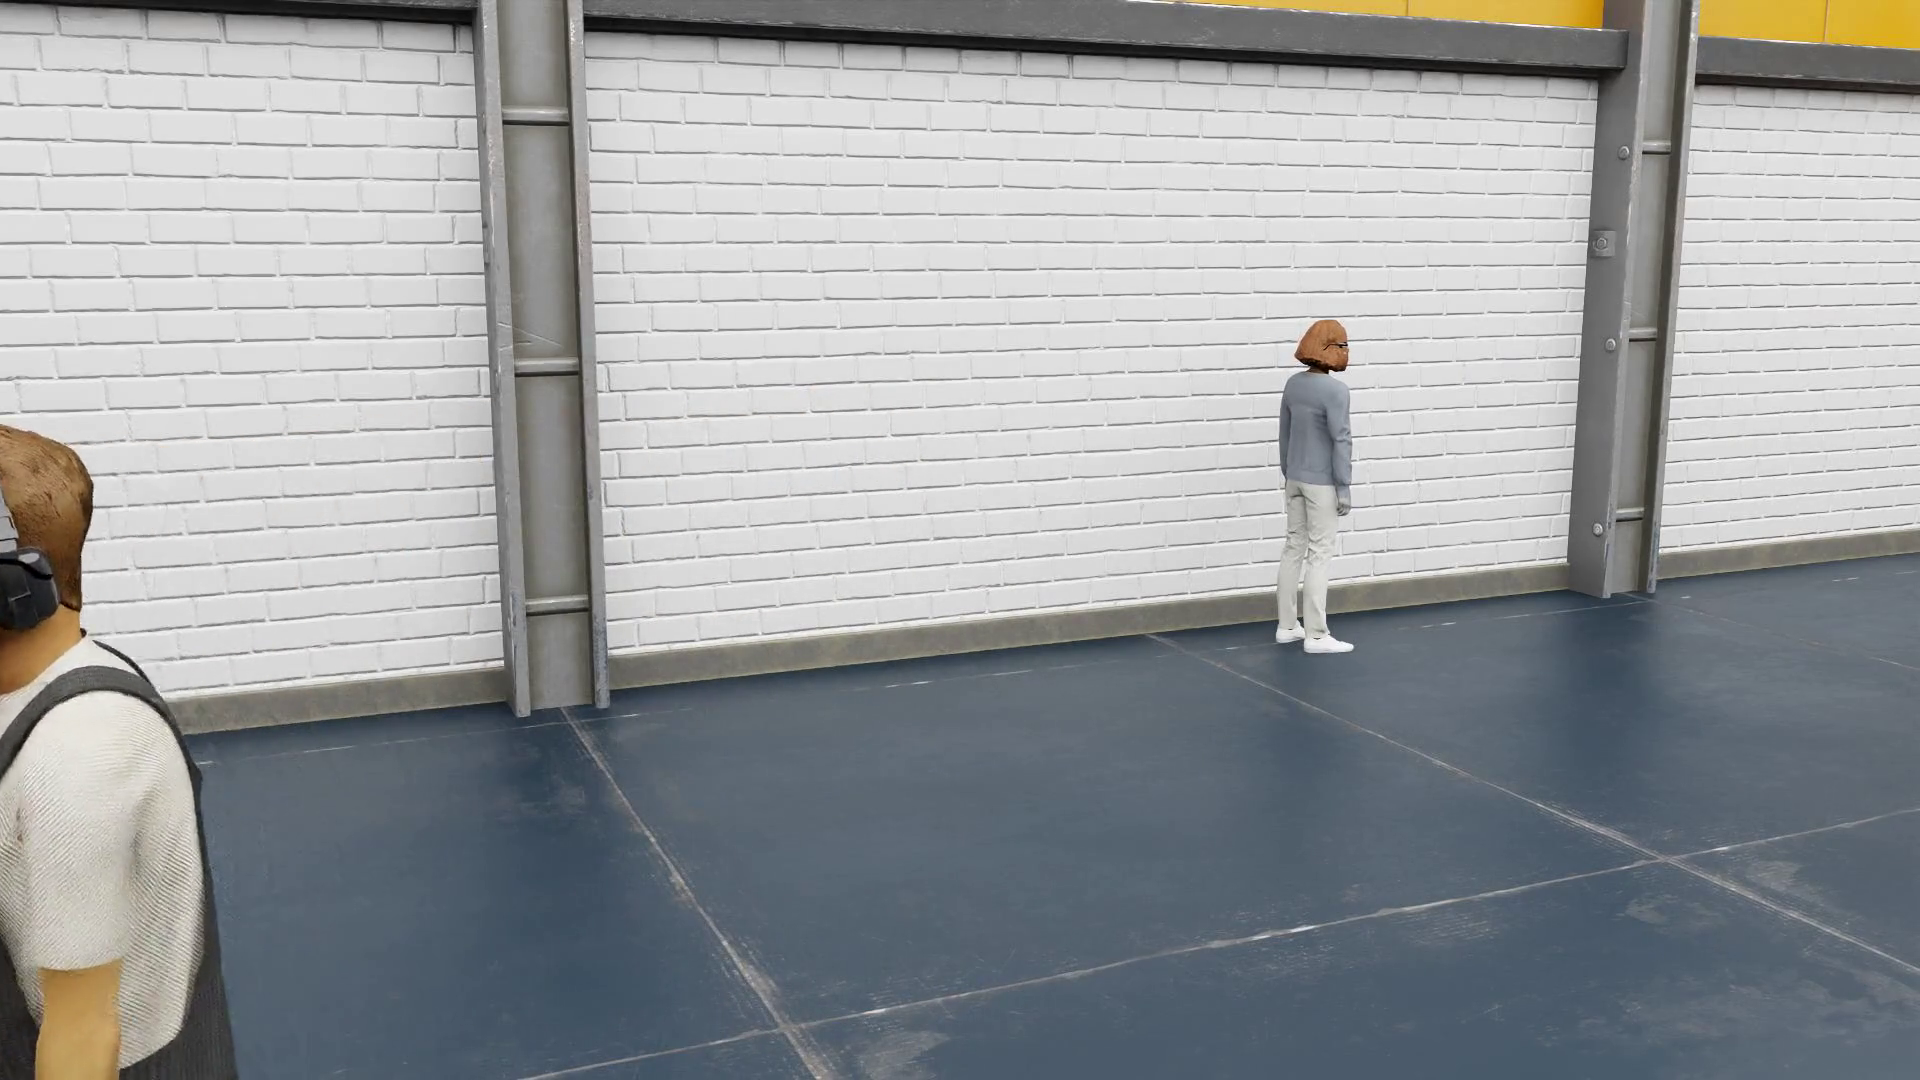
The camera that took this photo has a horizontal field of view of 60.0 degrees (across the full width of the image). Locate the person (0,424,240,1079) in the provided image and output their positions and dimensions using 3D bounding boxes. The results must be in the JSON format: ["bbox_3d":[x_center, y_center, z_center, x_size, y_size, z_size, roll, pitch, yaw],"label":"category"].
[{"bbox_3d":[-1.008,0.746,2.098,0.669,1.824,0.511,-7,12,-33],"label":"person"}]

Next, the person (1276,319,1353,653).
[{"bbox_3d":[1.755,-0.267,8.193,0.266,1.631,0.507,-4,11,-23],"label":"person"}]
